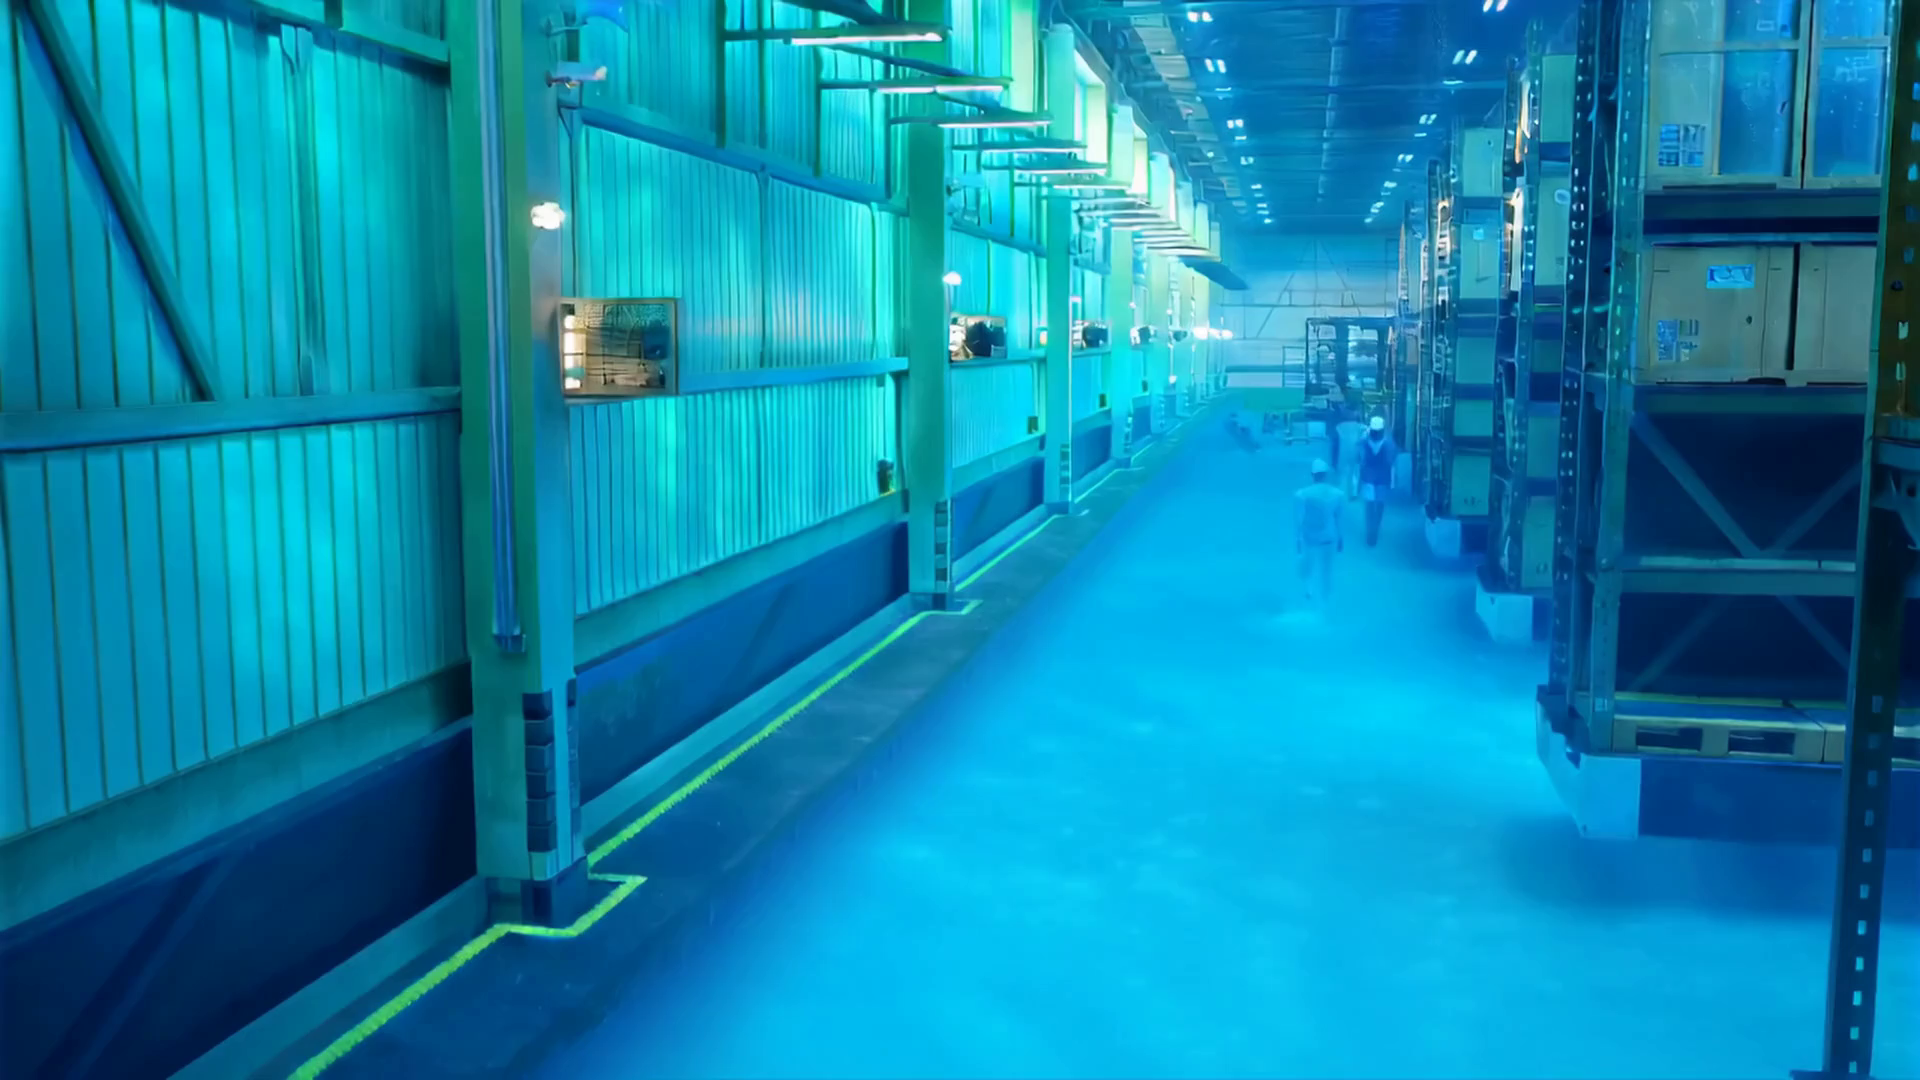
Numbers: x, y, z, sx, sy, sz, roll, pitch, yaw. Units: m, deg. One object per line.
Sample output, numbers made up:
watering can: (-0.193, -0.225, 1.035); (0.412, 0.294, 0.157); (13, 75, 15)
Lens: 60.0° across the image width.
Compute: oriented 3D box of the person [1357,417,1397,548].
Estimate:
person: (6.035, -0.837, 24.079); (0.559, 1.880, 1.014); (2, 7, 14)

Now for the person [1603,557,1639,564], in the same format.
person: (5.960, 0.280, 15.038); (0.670, 1.894, 0.432); (-7, 10, -44)

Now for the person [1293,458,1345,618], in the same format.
person: (3.906, -0.019, 18.099); (0.570, 1.734, 0.410); (0, 7, 3)

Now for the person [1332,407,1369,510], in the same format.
person: (6.750, -1.396, 28.757); (0.636, 1.827, 0.697); (3, 8, 20)
